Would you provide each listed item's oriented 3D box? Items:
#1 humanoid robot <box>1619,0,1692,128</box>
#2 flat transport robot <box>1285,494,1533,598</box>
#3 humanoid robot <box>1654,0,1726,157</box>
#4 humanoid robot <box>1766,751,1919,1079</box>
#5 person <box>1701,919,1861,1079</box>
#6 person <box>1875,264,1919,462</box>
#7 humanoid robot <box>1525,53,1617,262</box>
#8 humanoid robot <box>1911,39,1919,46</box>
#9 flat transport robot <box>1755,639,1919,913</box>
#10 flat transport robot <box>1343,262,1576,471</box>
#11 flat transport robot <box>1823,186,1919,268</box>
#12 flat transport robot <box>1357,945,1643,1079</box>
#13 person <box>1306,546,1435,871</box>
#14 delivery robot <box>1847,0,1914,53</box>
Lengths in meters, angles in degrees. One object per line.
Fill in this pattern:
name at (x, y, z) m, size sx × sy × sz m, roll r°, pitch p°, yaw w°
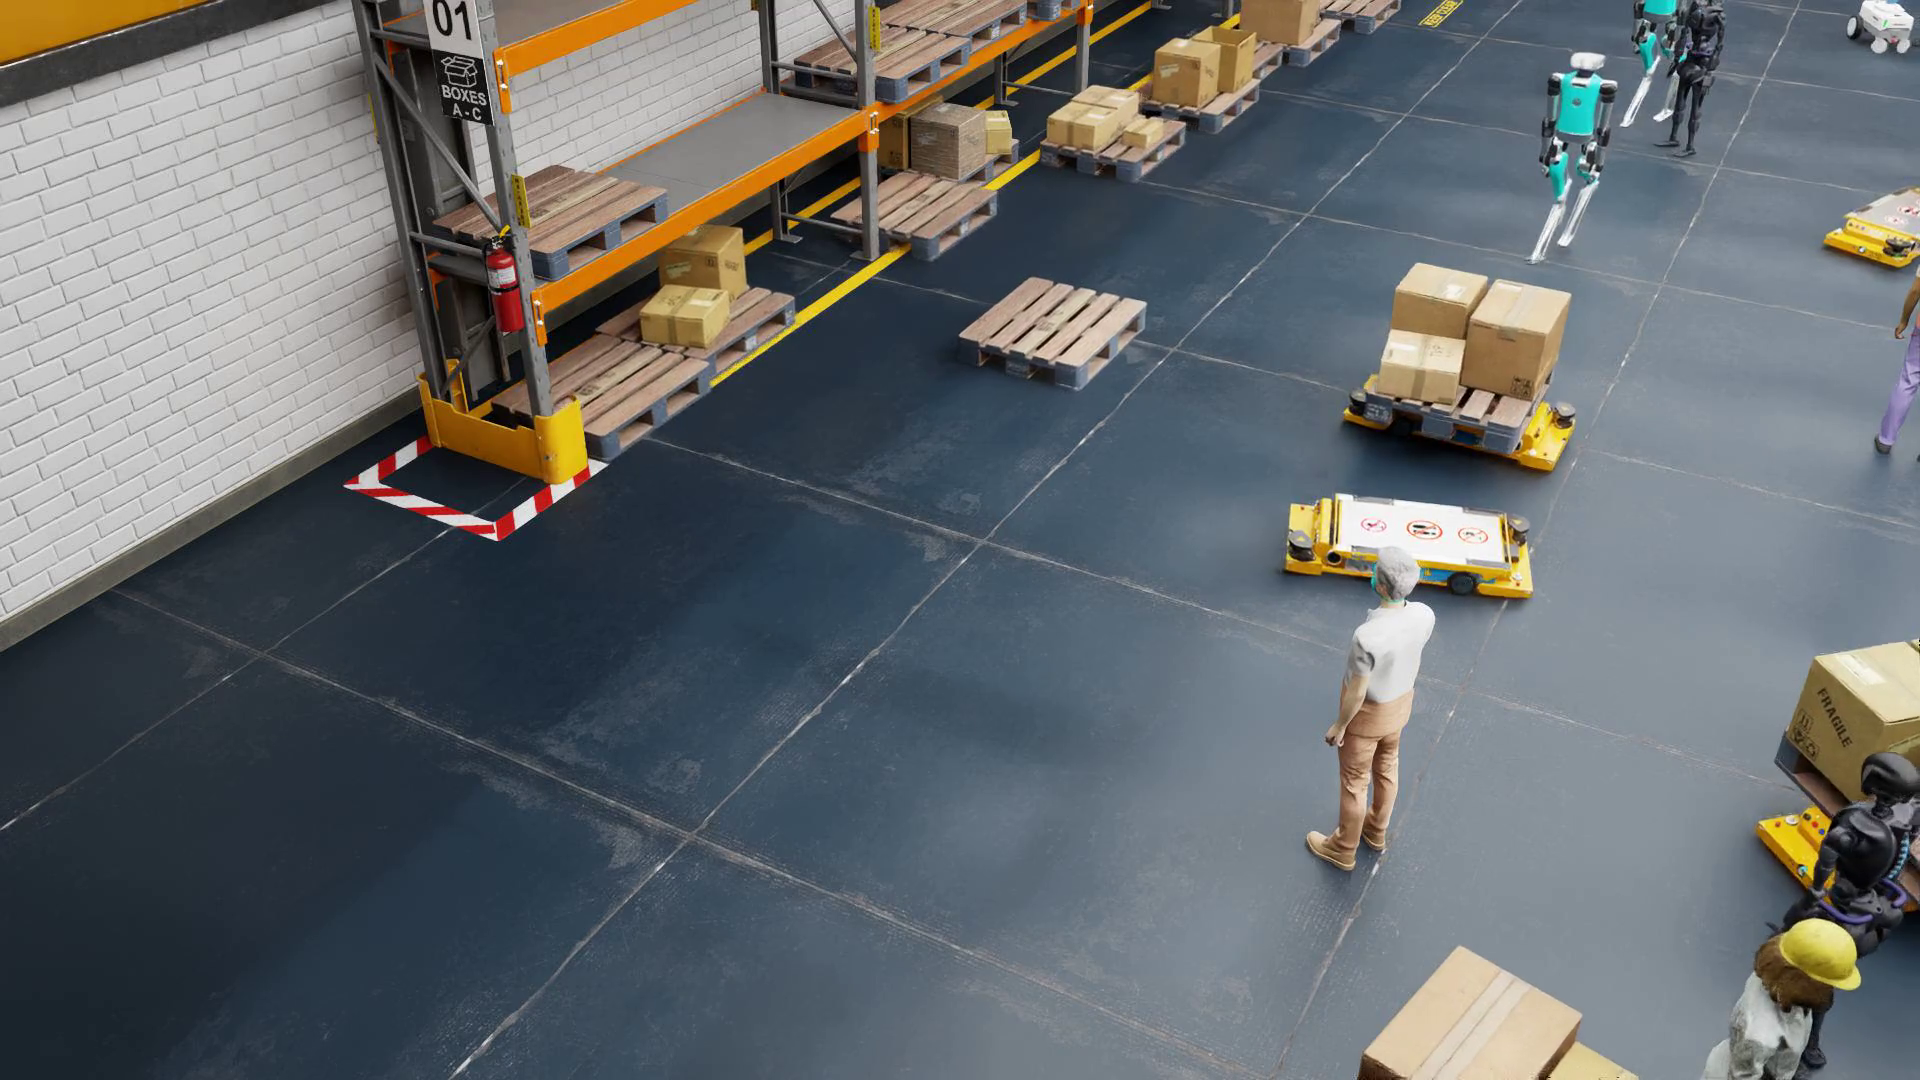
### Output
humanoid robot at (6.942, -4.964, 16.350) m, size 0.884 × 1.788 × 0.564 m, roll -26°, pitch 41°, yaw -33°
flat transport robot at (2.722, 0.026, 10.109) m, size 1.431 × 0.231 × 0.659 m, roll 7°, pitch 34°, yaw 10°
humanoid robot at (6.895, -4.436, 15.570) m, size 0.315 × 1.657 × 0.599 m, roll -8°, pitch 34°, yaw -12°
humanoid robot at (3.500, 1.518, 6.592) m, size 0.587 × 1.660 × 0.354 m, roll -15°, pitch 36°, yaw -22°
person at (2.771, 1.961, 5.861) m, size 0.353 × 1.733 × 0.492 m, roll 21°, pitch 39°, yaw 28°
person at (6.392, -1.358, 10.773) m, size 0.569 × 1.843 × 0.375 m, roll 20°, pitch 38°, yaw 27°
humanoid robot at (5.015, -3.139, 13.559) m, size 0.553 × 1.755 × 0.933 m, roll 20°, pitch 38°, yaw 27°
humanoid robot at (11.102, -6.217, 18.310) m, size 0.688 × 1.623 × 0.598 m, roll 13°, pitch 36°, yaw 19°
flat transport robot at (4.652, 1.442, 7.966) m, size 1.431 × 0.231 × 0.659 m, roll -8°, pitch 34°, yaw -12°
flat transport robot at (3.439, -0.864, 11.455) m, size 1.431 × 0.231 × 0.659 m, roll 17°, pitch 37°, yaw 24°
flat transport robot at (8.074, -2.683, 14.207) m, size 1.431 × 0.231 × 0.659 m, roll -23°, pitch 40°, yaw -31°
flat transport robot at (1.926, 2.612, 6.197) m, size 0.659 × 0.231 × 1.431 m, roll 27°, pitch 42°, yaw 34°
person at (1.894, 0.775, 7.635) m, size 0.474 × 1.747 × 0.321 m, roll -21°, pitch 39°, yaw -29°
delivery robot at (10.382, -5.811, 18.698) m, size 0.504 × 0.614 × 0.785 m, roll 2°, pitch 34°, yaw 4°
